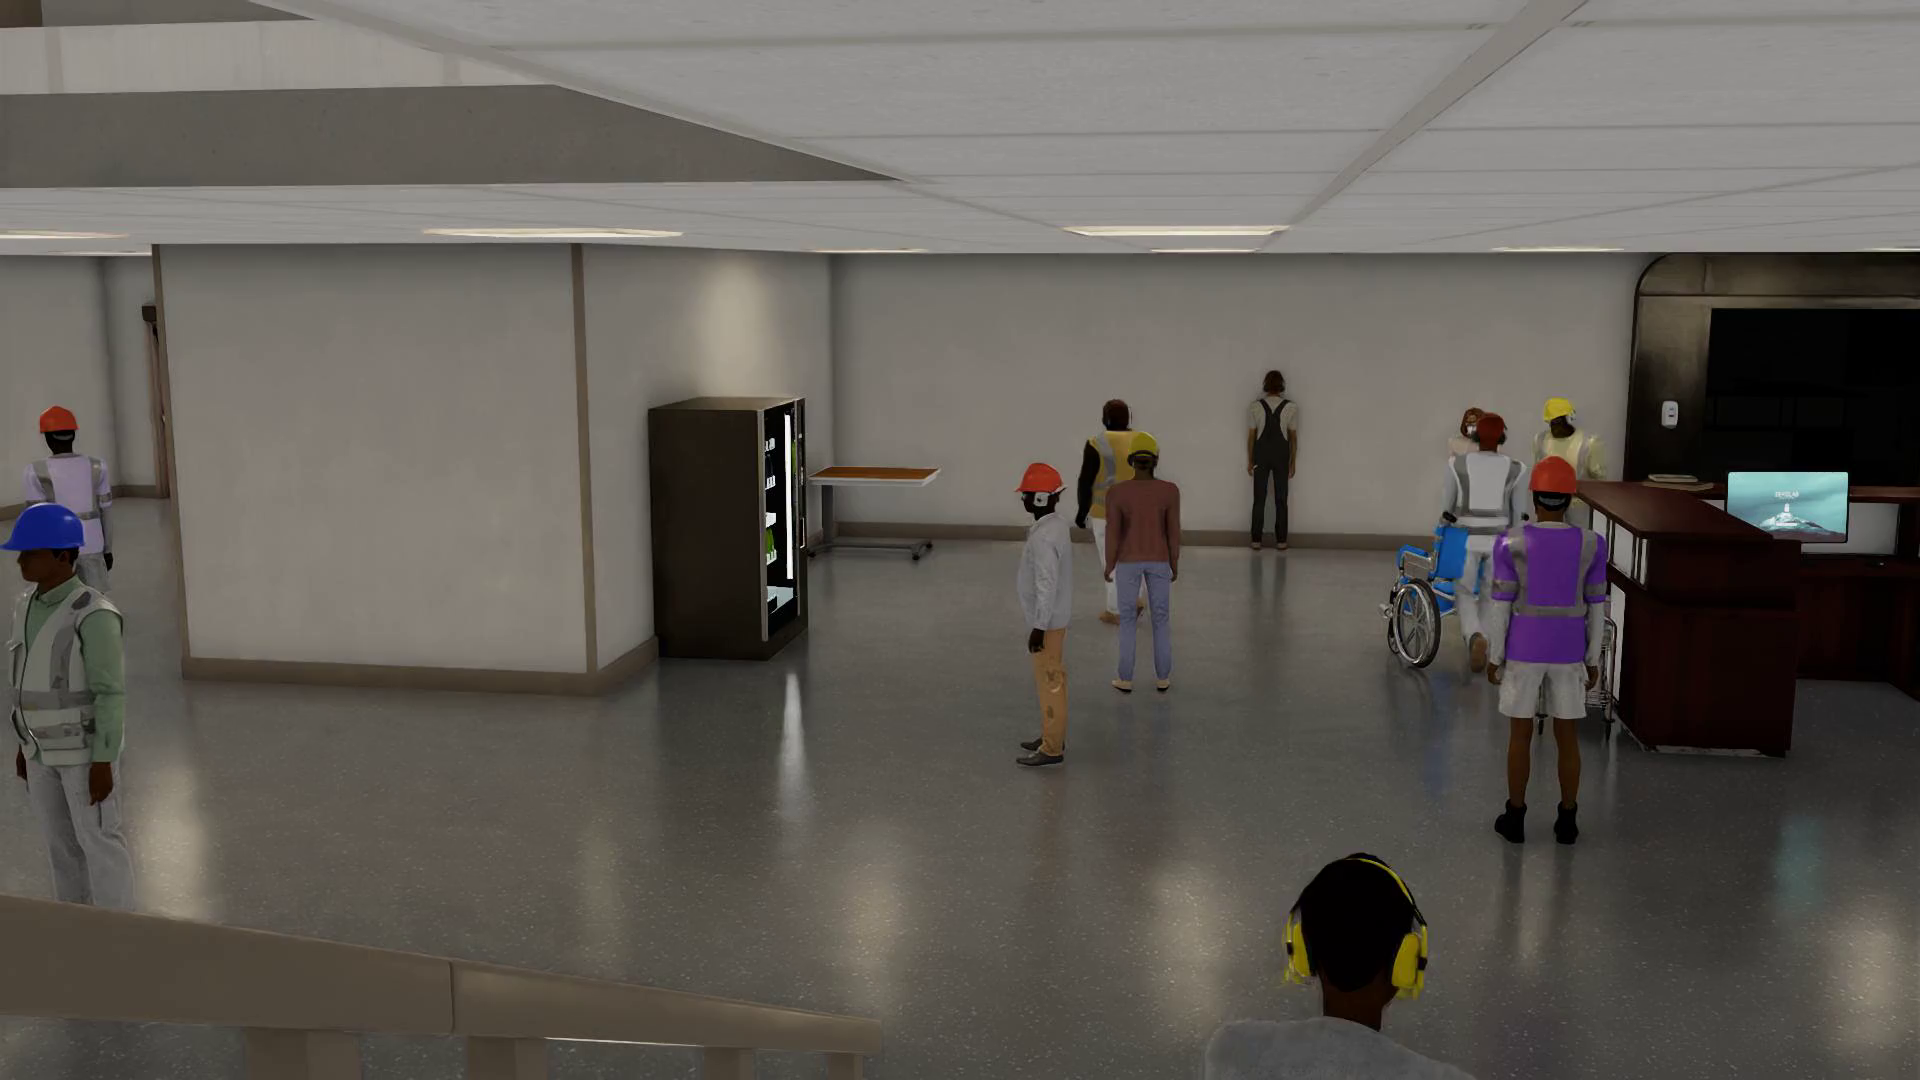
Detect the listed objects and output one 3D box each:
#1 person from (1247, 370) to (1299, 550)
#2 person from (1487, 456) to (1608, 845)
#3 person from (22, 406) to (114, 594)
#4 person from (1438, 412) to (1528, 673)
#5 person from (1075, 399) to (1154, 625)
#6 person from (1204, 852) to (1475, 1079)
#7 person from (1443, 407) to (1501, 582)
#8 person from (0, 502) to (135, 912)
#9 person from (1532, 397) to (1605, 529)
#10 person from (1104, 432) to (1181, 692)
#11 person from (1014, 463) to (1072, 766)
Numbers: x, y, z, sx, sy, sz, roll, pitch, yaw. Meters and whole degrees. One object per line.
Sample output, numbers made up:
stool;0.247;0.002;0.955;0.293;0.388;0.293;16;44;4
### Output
person;3.178;-0.804;16.932;0.501;1.838;0.344;2;9;11
person;2.904;0.547;8.284;0.550;1.935;0.376;1;9;9
person;-6.059;0.053;11.333;0.360;1.937;0.542;9;13;43
person;3.679;0.025;11.734;0.586;1.856;0.743;2;9;10
person;1.247;-0.220;13.398;0.624;1.824;0.453;-5;11;-29
person;0.704;1.464;3.009;0.648;1.810;0.966;5;11;30
person;4.612;-0.387;15.021;0.505;1.627;0.286;6;11;34
person;-3.538;0.814;6.600;0.605;1.951;0.380;5;11;29
person;5.253;-0.350;14.394;0.639;1.773;0.878;6;11;31
person;1.228;0.153;11.248;0.523;1.769;0.316;-1;9;-4
person;0.472;0.427;9.589;0.332;1.753;0.561;2;9;10
